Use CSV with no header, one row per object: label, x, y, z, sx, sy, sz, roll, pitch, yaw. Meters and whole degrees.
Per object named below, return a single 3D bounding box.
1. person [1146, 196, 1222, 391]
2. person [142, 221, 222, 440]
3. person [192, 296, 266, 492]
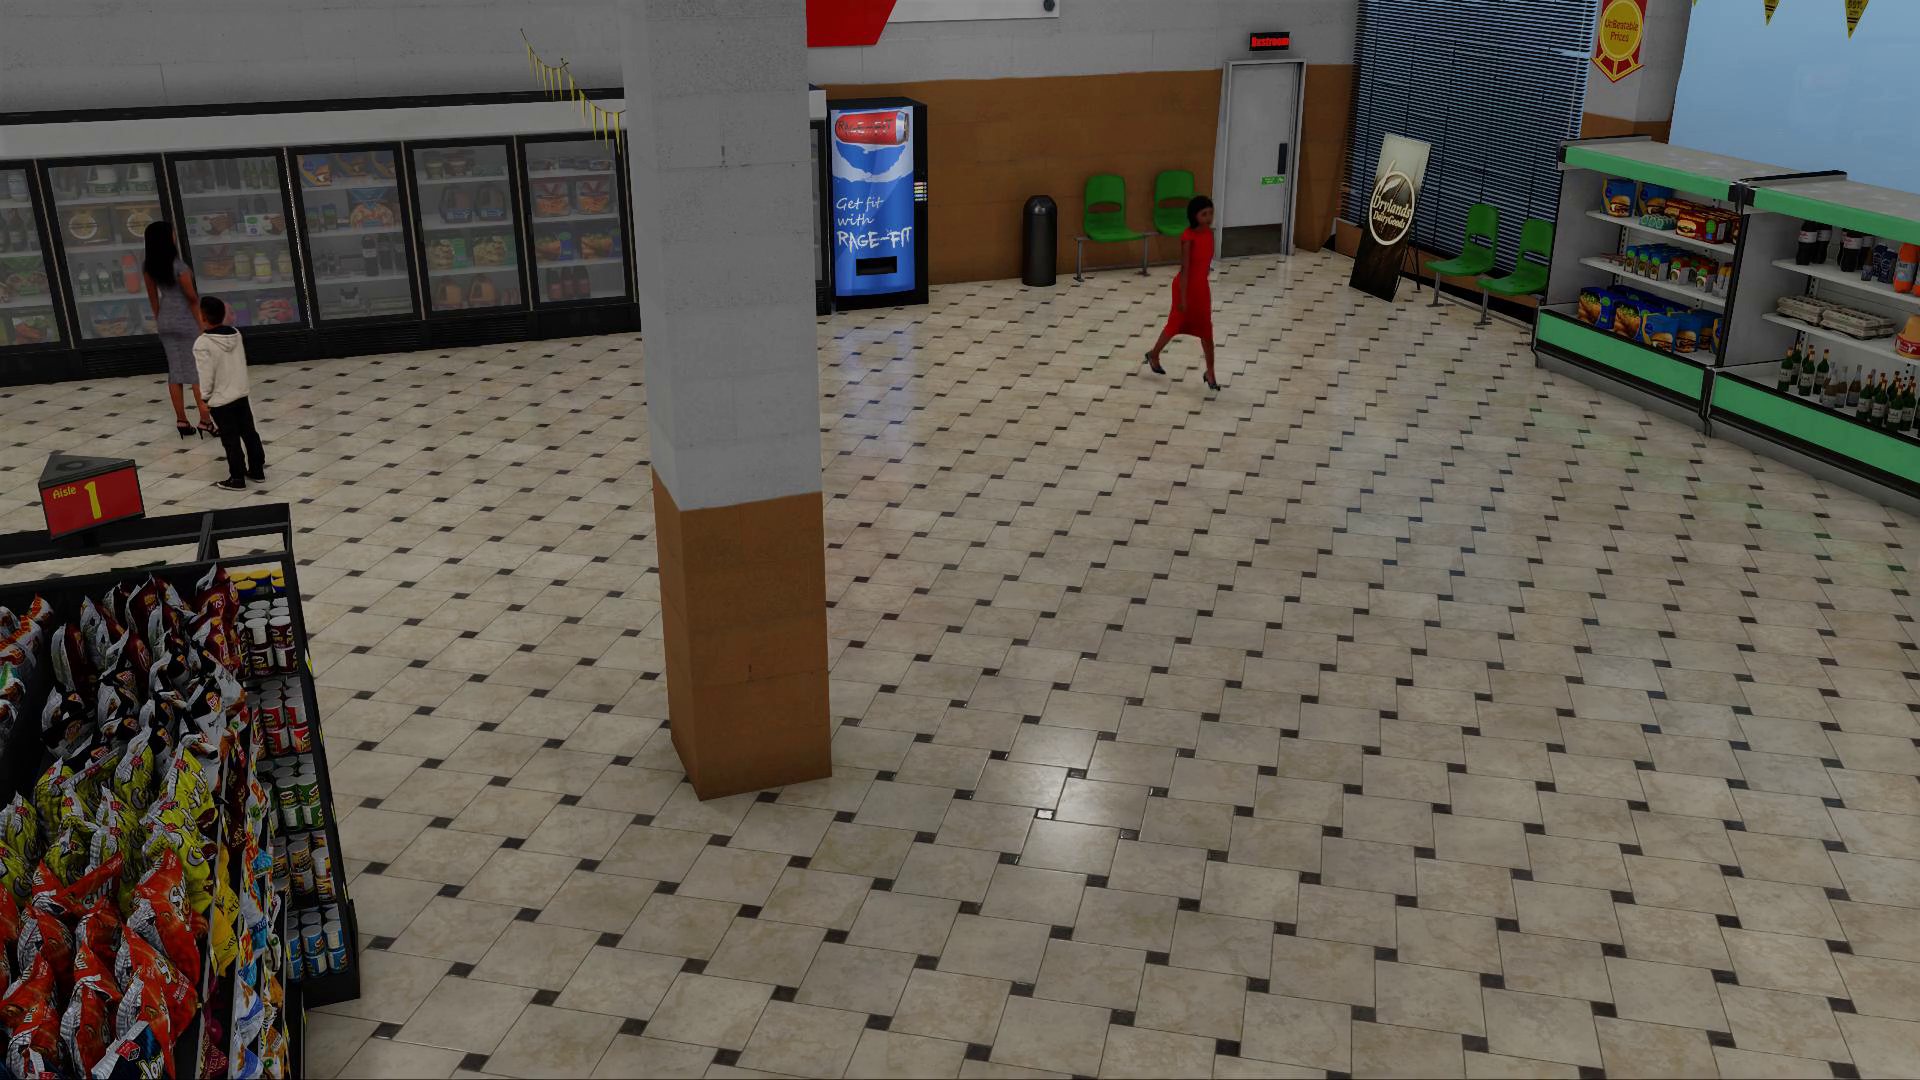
person,1.984,-2.186,14.763,1.207,1.692,0.900,20,29,40
person,-6.278,-1.679,13.381,0.664,1.781,0.685,5,22,12
person,-5.438,-1.091,12.356,0.701,1.453,0.641,10,24,23
